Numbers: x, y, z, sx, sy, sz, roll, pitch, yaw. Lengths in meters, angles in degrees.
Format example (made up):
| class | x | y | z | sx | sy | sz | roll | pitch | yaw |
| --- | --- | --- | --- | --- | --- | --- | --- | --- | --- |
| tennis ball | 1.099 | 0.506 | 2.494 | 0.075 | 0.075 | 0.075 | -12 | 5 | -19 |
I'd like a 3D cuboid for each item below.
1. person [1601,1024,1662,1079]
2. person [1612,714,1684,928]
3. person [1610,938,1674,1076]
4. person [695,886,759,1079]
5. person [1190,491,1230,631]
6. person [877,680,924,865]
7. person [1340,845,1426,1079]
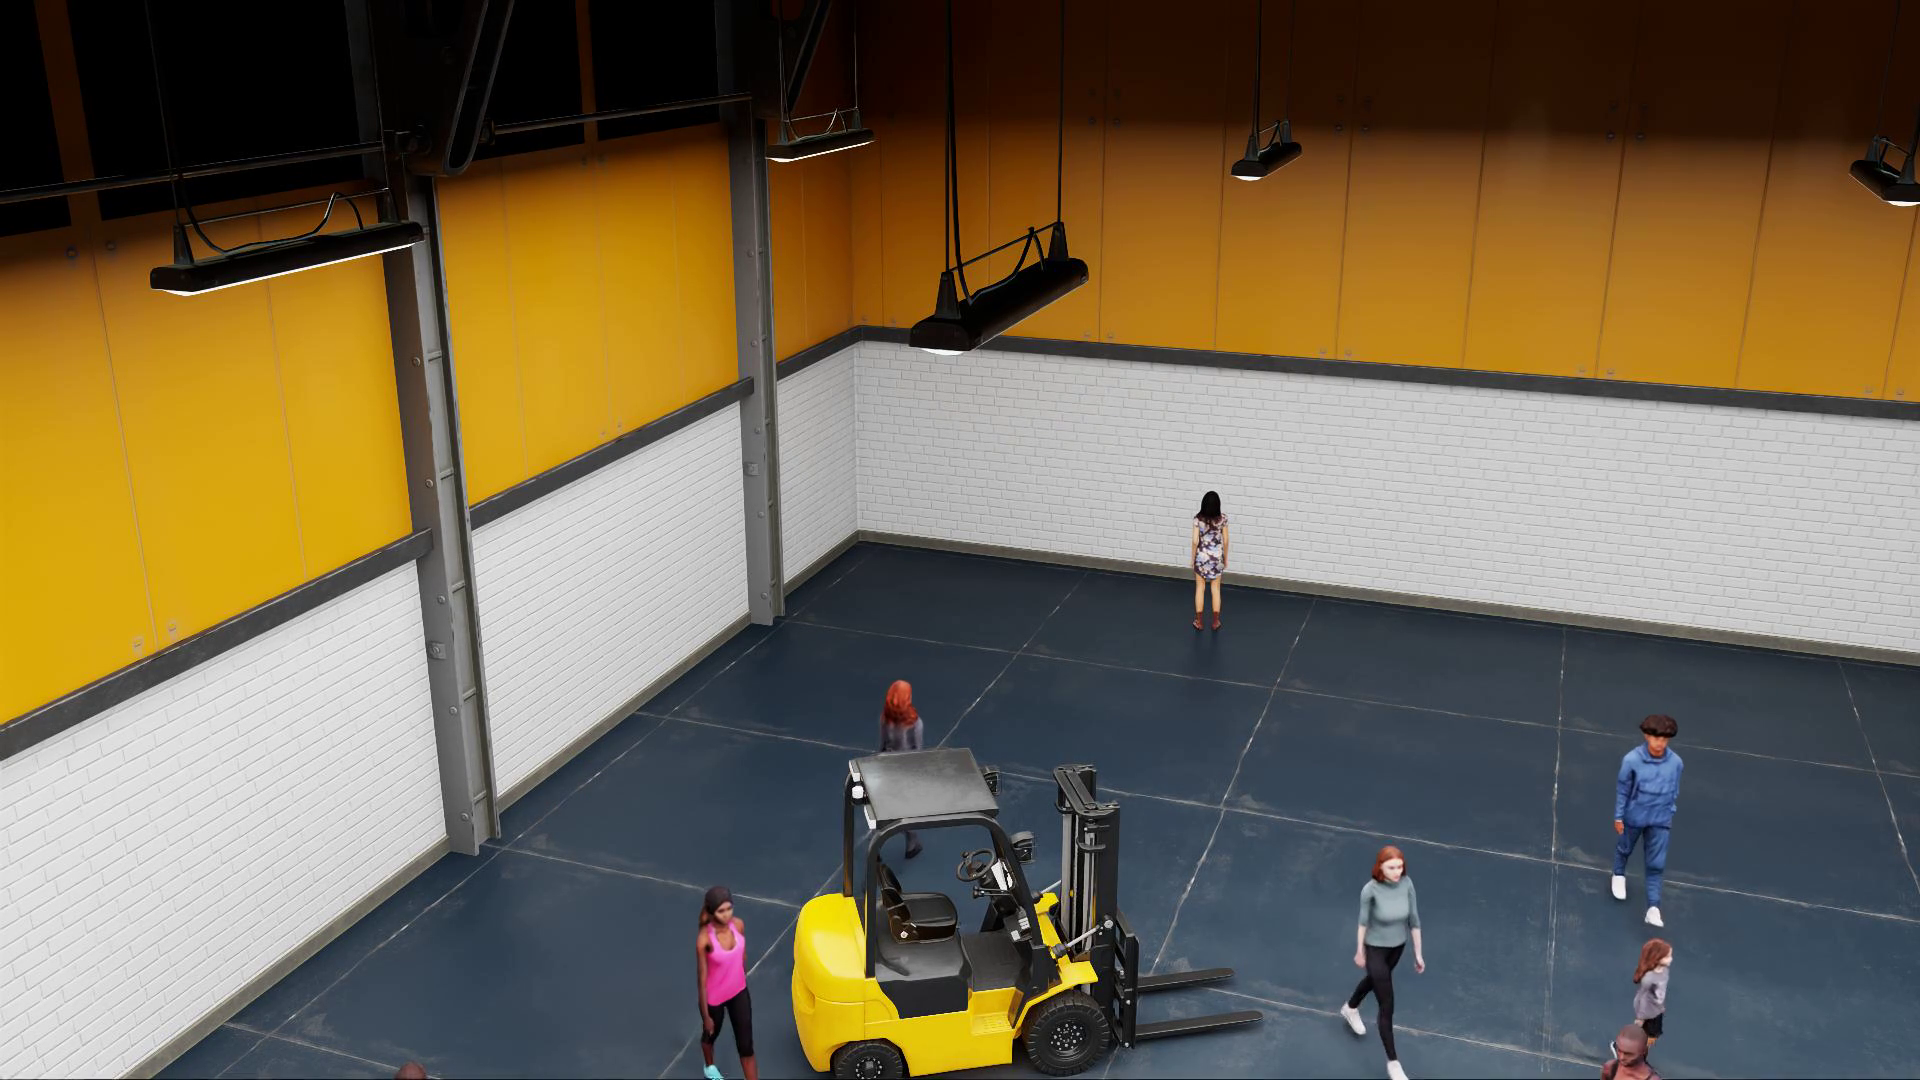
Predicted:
| class | x | y | z | sx | sy | sz | roll | pitch | yaw |
| --- | --- | --- | --- | --- | --- | --- | --- | --- | --- |
| person | 4.068 | 3.630 | 9.915 | 0.807 | 1.737 | 0.753 | -11 | 21 | -29 |
| person | 5.706 | 2.264 | 13.920 | 0.836 | 1.769 | 1.188 | 3 | 19 | 8 |
| person | 4.874 | 3.308 | 11.875 | 0.628 | 1.095 | 0.577 | 16 | 24 | 39 |
| person | -1.678 | 3.135 | 11.492 | 1.116 | 1.667 | 1.066 | -12 | 22 | -33 |
| person | 2.992 | 0.242 | 19.981 | 0.657 | 1.733 | 0.618 | 1 | 19 | 3 |
| person | -0.539 | 2.074 | 14.500 | 0.642 | 1.759 | 0.973 | 9 | 21 | 25 |
| person | 3.020 | 2.948 | 11.998 | 1.062 | 1.699 | 1.200 | -6 | 19 | -17 |
